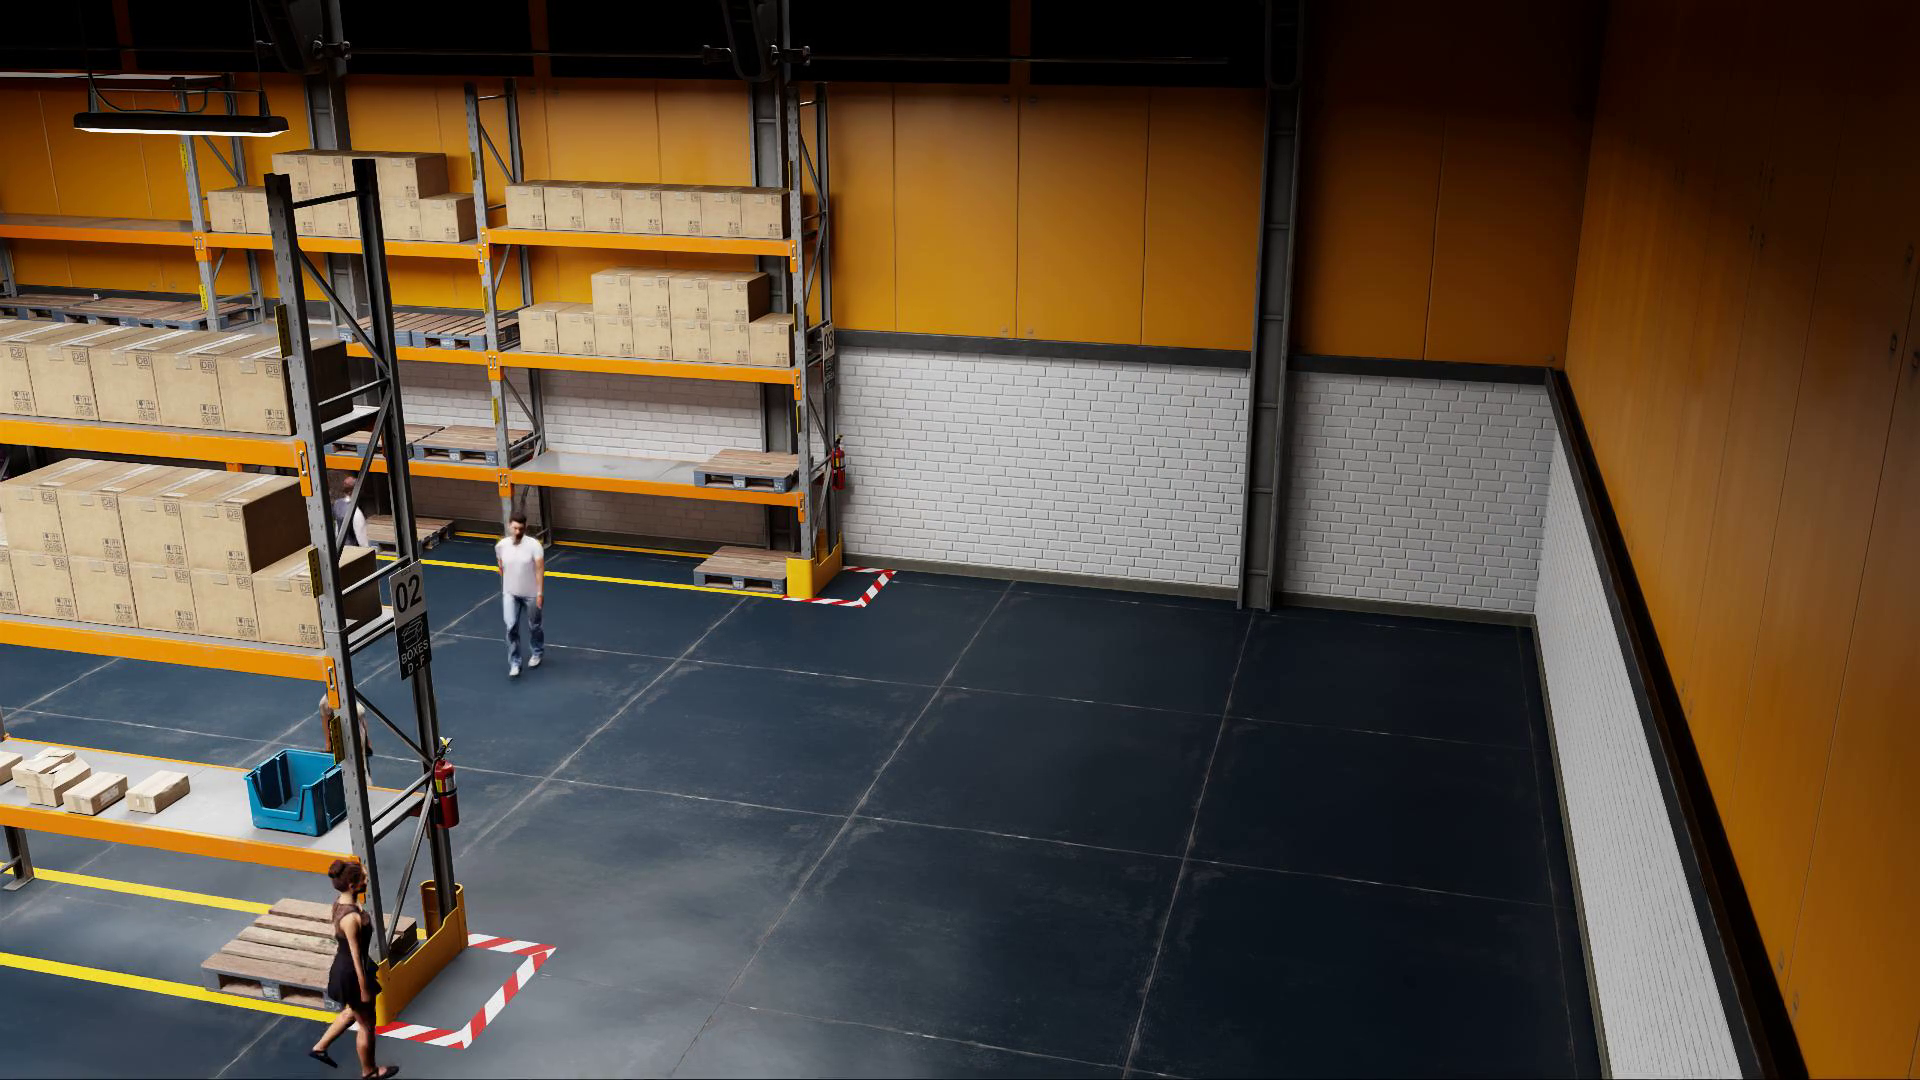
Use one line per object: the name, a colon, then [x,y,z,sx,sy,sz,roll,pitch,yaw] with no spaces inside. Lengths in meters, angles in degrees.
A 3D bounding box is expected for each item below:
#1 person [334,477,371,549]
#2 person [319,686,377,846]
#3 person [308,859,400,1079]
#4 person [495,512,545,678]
person: [-6.923,0.188,18.742,0.745,1.911,0.962,10,21,28]
person: [-5.284,1.818,14.160,0.678,1.747,0.649,4,19,13]
person: [-4.116,2.903,11.060,0.892,1.668,0.816,-8,20,-23]
person: [-4.693,0.536,17.856,0.987,1.817,0.896,2,19,6]
